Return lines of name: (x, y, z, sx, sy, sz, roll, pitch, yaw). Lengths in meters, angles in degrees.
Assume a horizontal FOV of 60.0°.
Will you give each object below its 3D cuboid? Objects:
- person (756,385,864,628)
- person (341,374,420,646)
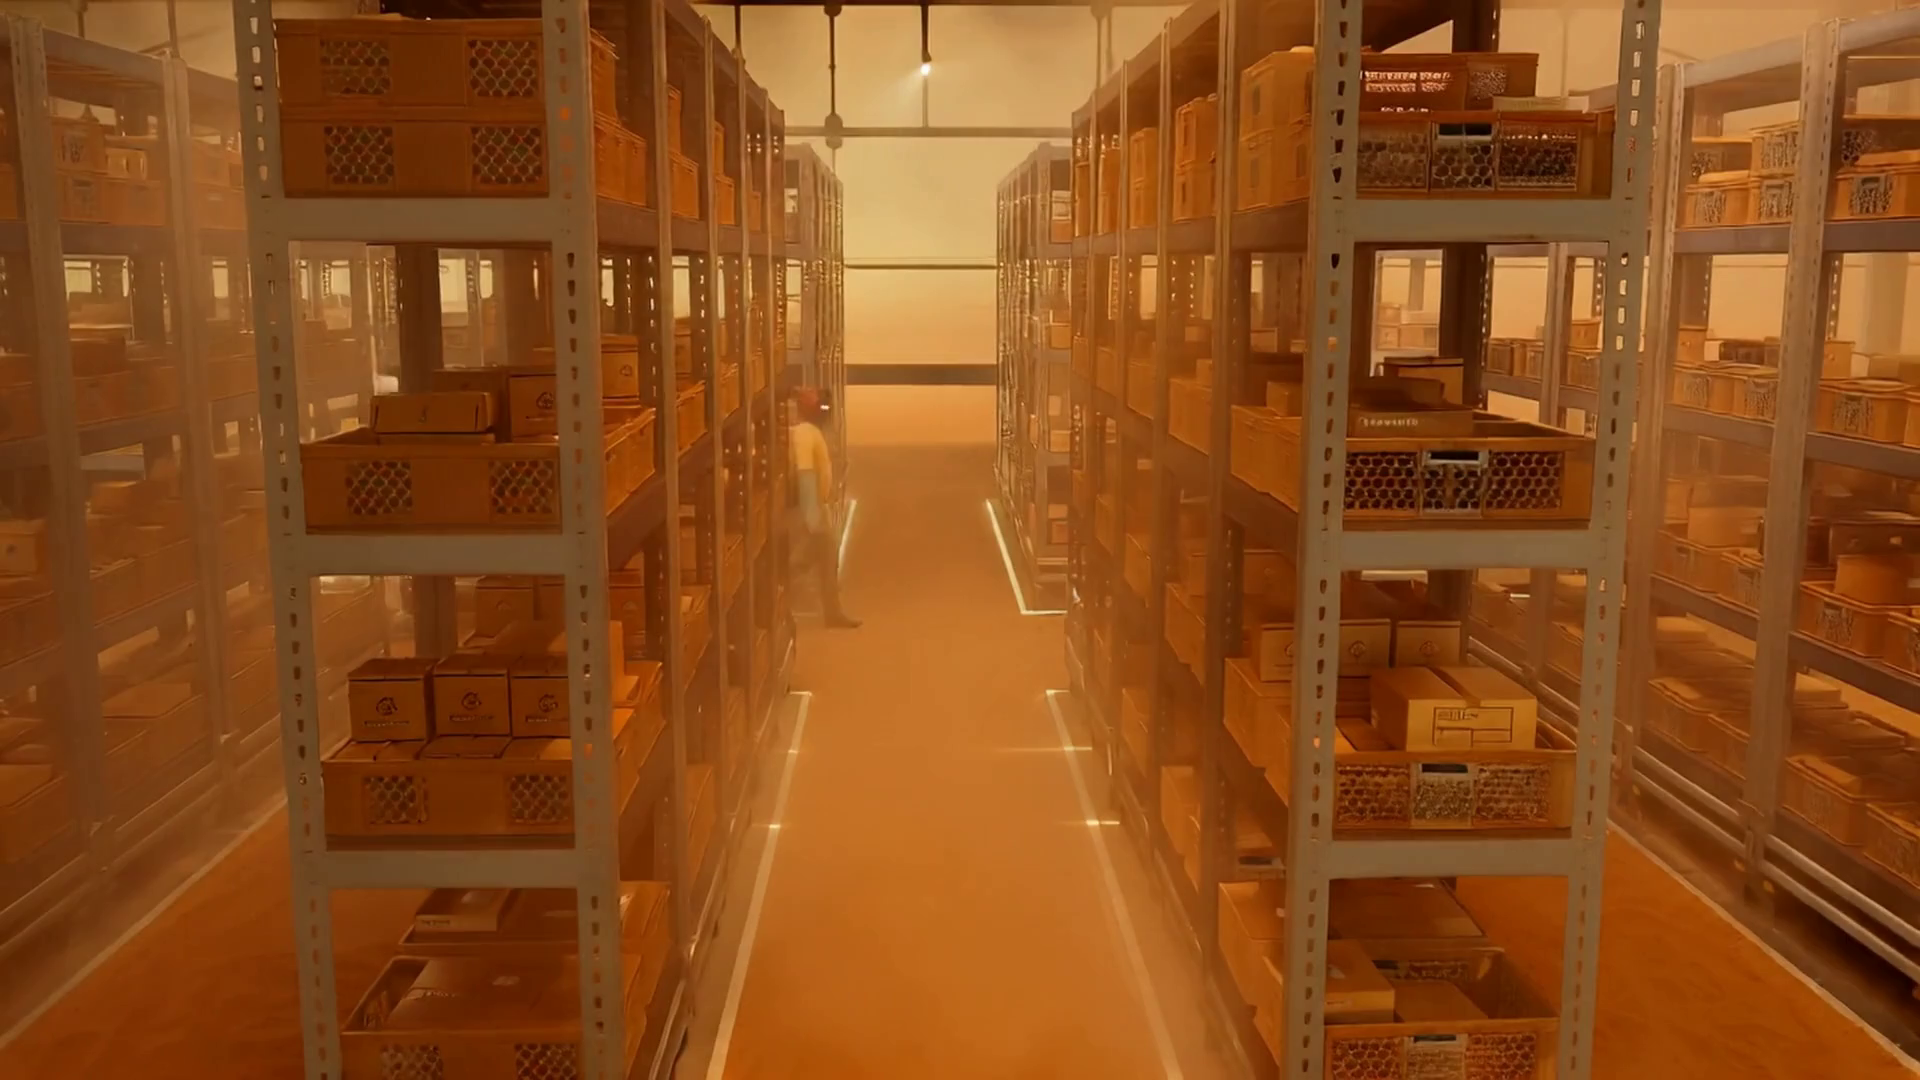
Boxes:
person: (-1.159, -0.238, 12.319, 0.801, 1.823, 0.571, 0, 9, -3)
person: (-4.234, -0.229, 11.938, 1.012, 1.939, 0.644, 4, 10, 23)
